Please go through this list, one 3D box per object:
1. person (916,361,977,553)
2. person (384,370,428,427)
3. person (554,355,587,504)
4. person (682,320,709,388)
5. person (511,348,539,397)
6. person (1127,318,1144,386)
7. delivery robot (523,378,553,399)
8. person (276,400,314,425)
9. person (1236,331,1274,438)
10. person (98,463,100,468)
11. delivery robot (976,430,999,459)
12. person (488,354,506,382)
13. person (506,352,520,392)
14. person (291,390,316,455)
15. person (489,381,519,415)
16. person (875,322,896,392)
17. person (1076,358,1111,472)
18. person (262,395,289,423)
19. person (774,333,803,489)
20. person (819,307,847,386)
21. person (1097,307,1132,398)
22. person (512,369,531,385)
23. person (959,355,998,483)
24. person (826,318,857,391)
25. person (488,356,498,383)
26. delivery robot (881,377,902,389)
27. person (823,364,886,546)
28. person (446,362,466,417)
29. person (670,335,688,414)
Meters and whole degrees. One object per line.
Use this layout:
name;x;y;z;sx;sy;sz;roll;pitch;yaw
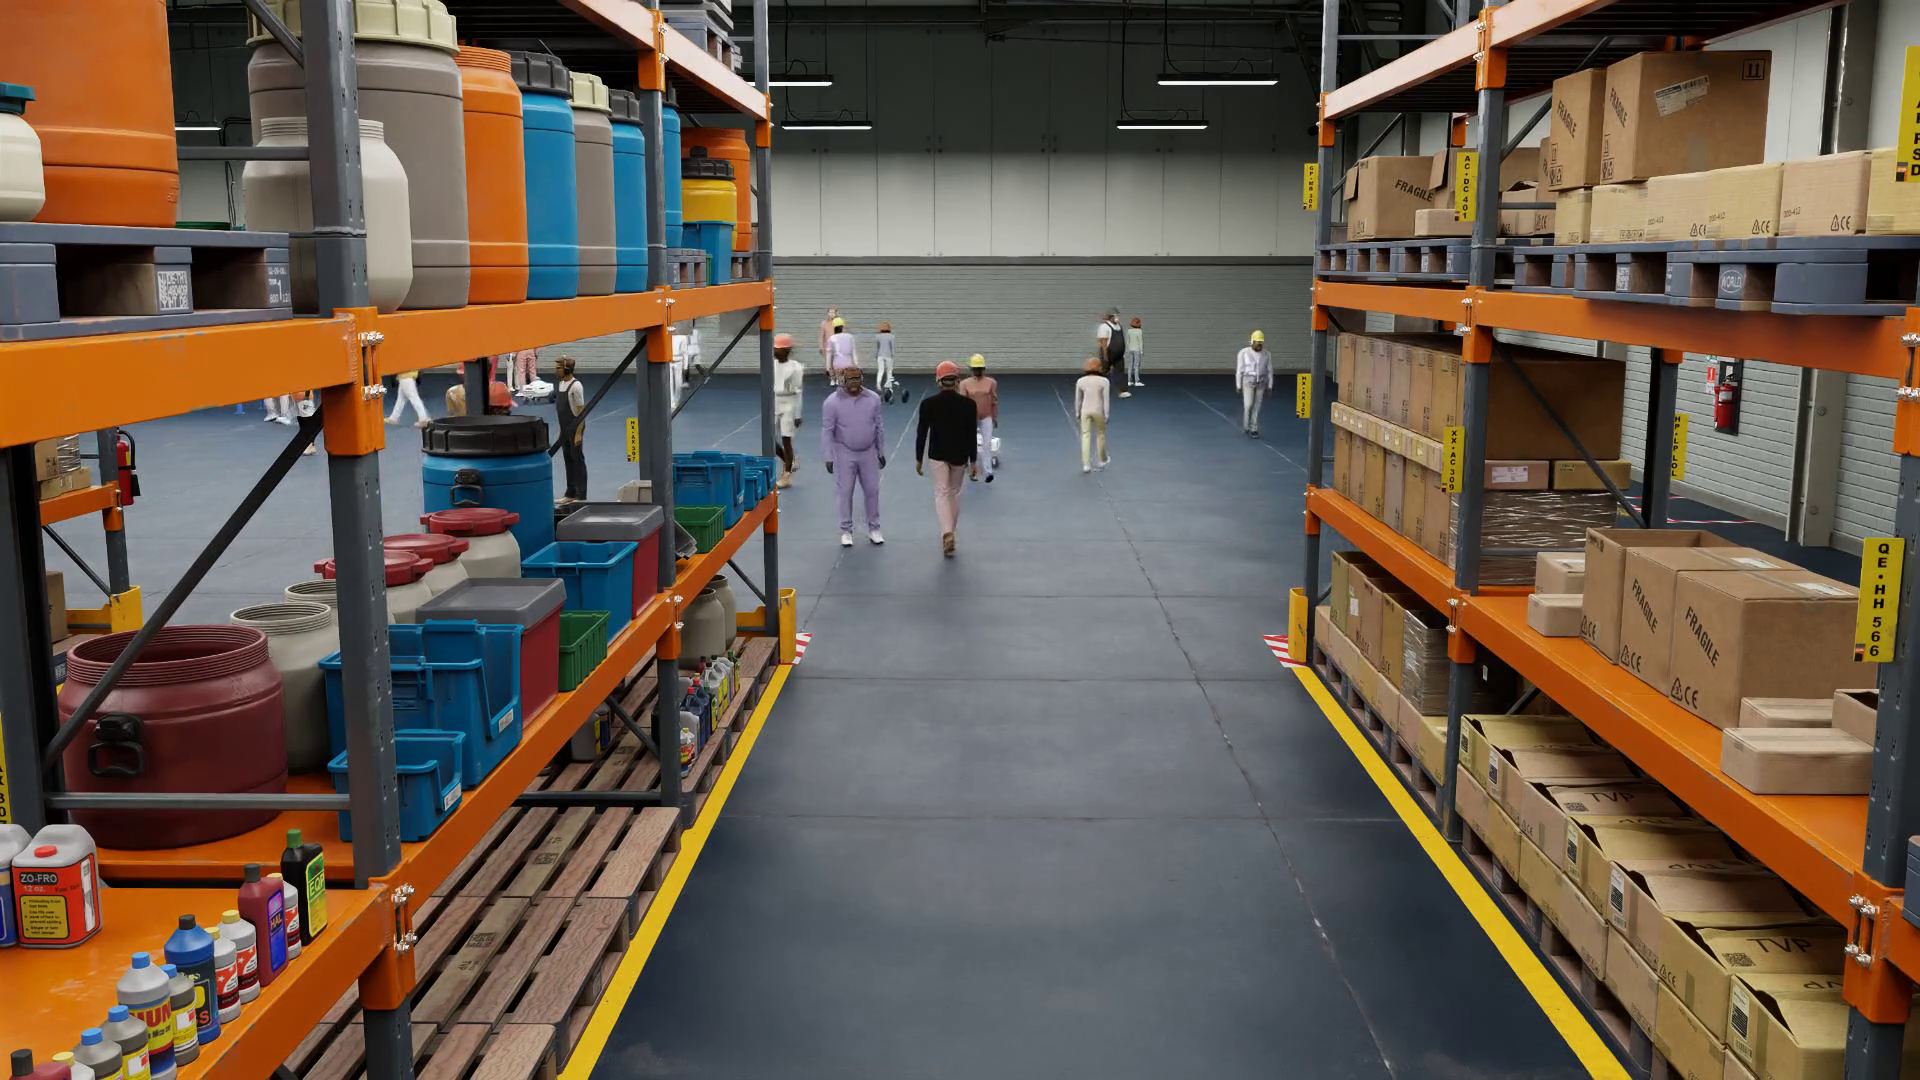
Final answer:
person;-0.130;-0.859;17.073;0.627;1.959;0.997;-1;10;-7
person;-10.018;-2.937;30.003;0.969;1.792;0.639;1;10;7
person;-4.700;-1.308;20.072;0.350;1.843;0.506;-7;12;-38
person;-6.279;-4.418;39.192;0.737;1.674;0.530;8;13;42
person;-9.606;-4.115;36.697;0.651;1.906;0.409;-9;13;-42
person;4.211;-4.515;39.908;0.285;1.633;0.497;-8;12;-40
delivery robot;-8.847;-3.165;34.892;0.477;0.478;0.707;3;10;18
person;-11.940;-2.918;29.790;0.958;1.825;0.516;2;10;13
person;4.971;-2.609;27.950;0.620;1.808;0.545;-1;10;-8
person;-12.231;-1.907;23.896;0.533;1.765;0.329;4;10;21
delivery robot;0.214;-1.366;24.117;0.707;0.478;0.477;0;10;-2
person;-11.015;-4.465;39.294;0.537;1.736;0.783;1;10;6
person;-10.254;-4.241;38.248;0.307;1.640;0.521;5;11;30
person;-10.161;-2.168;25.647;0.315;1.700;0.541;-9;13;-43
person;-3.609;-0.260;13.318;0.988;1.997;0.642;-1;9;-4
person;-1.714;-4.137;37.731;0.504;1.619;0.666;3;10;15
person;1.912;-1.791;23.681;0.530;1.587;0.831;4;10;20
person;-12.672;-3.100;30.671;0.590;1.885;0.670;4;10;25
person;-2.321;-1.696;21.820;0.629;2.033;0.447;7;12;37
person;-3.032;-4.592;39.621;0.683;1.874;0.833;1;9;3
person;3.316;-4.159;36.687;0.693;2.000;1.009;-9;13;-43
person;-10.496;-4.627;39.778;0.560;1.906;0.817;-7;12;-37
person;0.253;-1.616;22.292;0.545;1.715;0.920;-1;10;-4
person;-2.327;-3.440;32.786;0.593;1.871;1.044;-7;12;-37
person;-11.107;-4.396;39.044;0.369;1.679;0.553;6;11;31
delivery robot;-1.439;-3.335;35.134;0.335;0.223;0.698;4;10;22
person;-1.103;-0.897;17.458;0.675;1.899;0.429;-3;10;-18
person;-5.469;-1.100;18.647;0.548;1.907;0.781;-2;10;-11
person;-5.656;-3.433;32.741;0.582;1.865;0.666;-2;10;-13
